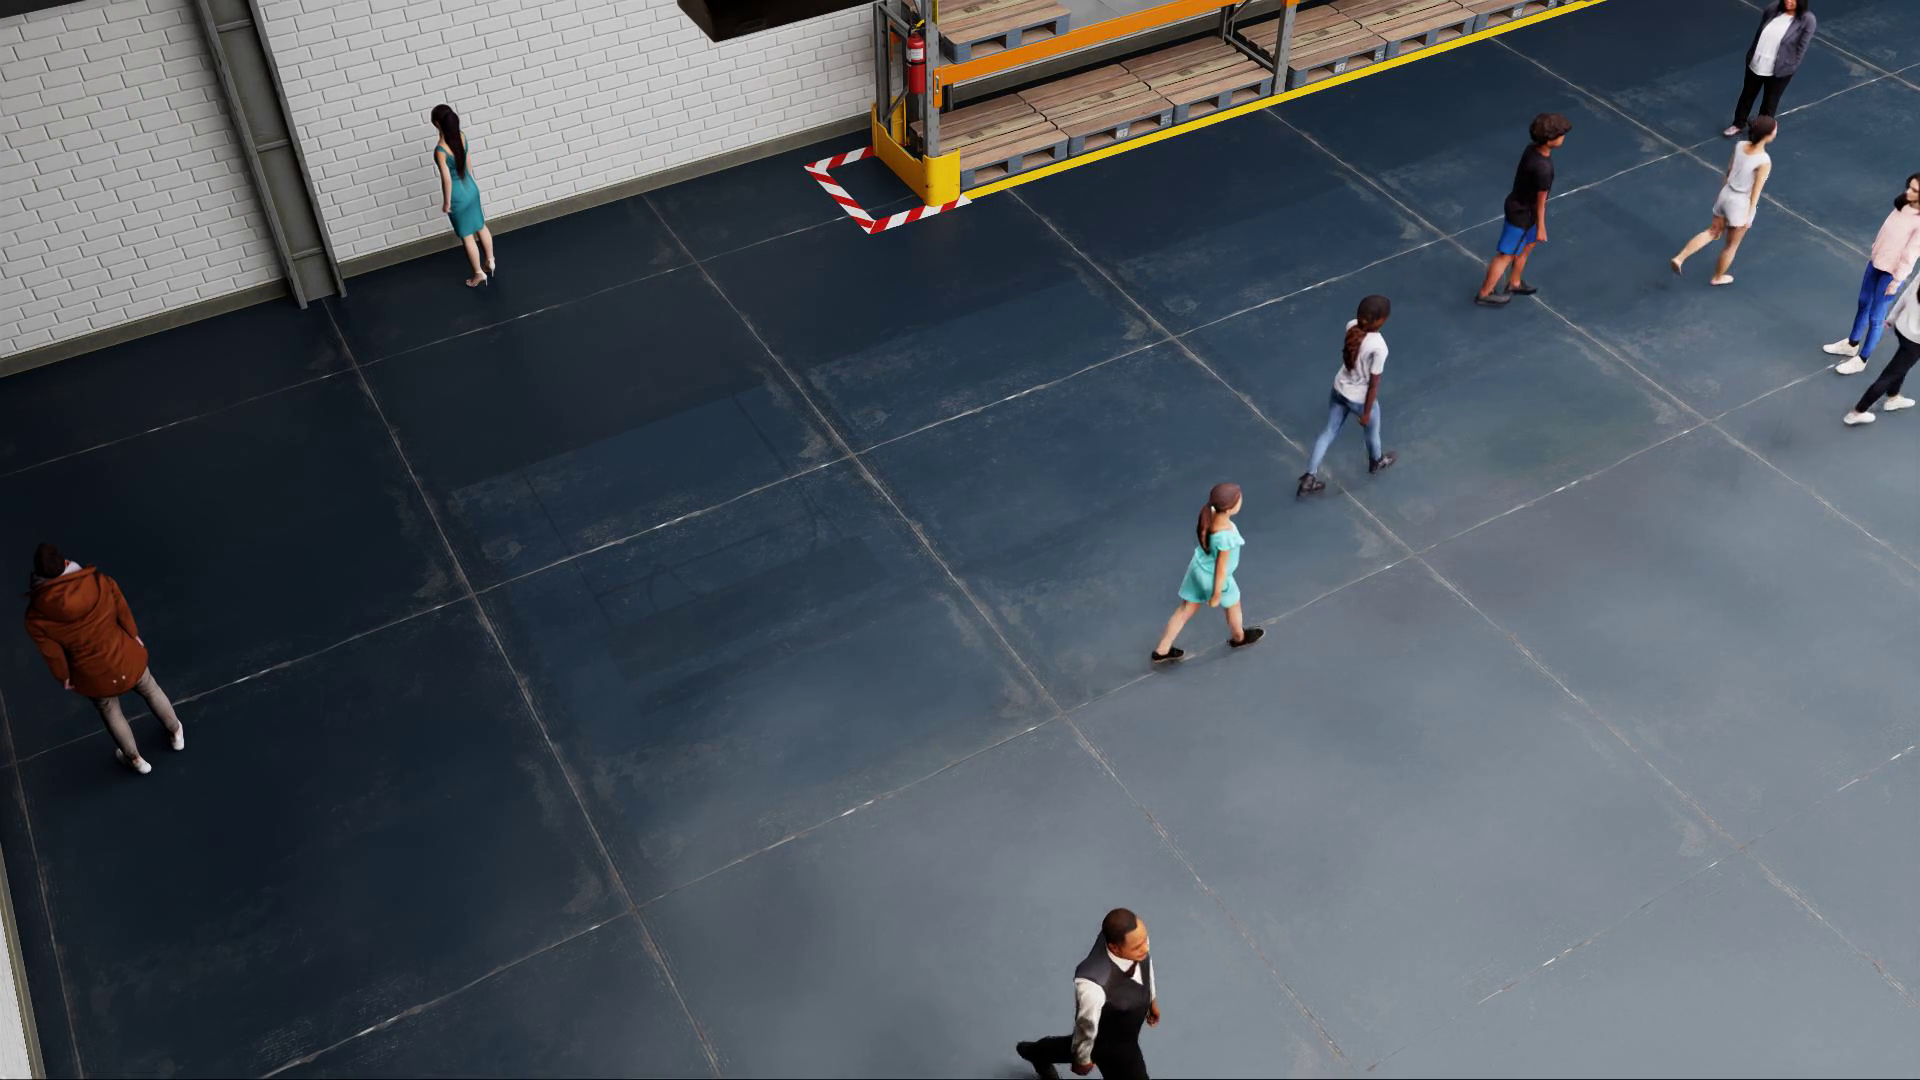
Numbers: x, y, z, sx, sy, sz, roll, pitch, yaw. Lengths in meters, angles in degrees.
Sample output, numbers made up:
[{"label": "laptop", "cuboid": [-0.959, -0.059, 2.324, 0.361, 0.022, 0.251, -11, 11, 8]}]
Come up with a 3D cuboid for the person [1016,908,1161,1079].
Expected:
[{"label": "person", "cuboid": [0.674, 2.341, 8.239, 1.173, 1.893, 1.241, 19, 47, 19]}]

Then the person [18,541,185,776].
[{"label": "person", "cuboid": [-5.148, 0.710, 9.991, 0.836, 1.838, 0.714, 34, 53, 31]}]

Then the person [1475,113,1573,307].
[{"label": "person", "cuboid": [4.513, -2.678, 13.589, 0.912, 1.780, 0.831, 2, 44, 2]}]

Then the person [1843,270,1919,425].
[{"label": "person", "cuboid": [7.067, -1.518, 12.449, 0.956, 1.673, 0.809, -5, 44, -6]}]

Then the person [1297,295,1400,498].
[{"label": "person", "cuboid": [2.750, -0.993, 11.895, 1.092, 1.676, 0.599, -21, 48, -21]}]

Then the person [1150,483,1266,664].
[{"label": "person", "cuboid": [1.549, 0.243, 10.711, 1.091, 1.520, 0.678, -14, 45, -15]}]

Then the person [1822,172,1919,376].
[{"label": "person", "cuboid": [7.257, -2.104, 12.995, 0.728, 1.767, 0.721, 1, 44, 1]}]

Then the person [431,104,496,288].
[{"label": "person", "cuboid": [-4.150, -2.870, 13.859, 0.687, 1.685, 0.601, 16, 46, 17]}]

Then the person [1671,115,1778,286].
[{"label": "person", "cuboid": [6.389, -2.783, 13.834, 0.900, 1.594, 0.692, -10, 45, -11]}]

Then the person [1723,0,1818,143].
[{"label": "person", "cuboid": [7.630, -4.474, 15.608, 0.721, 1.595, 0.714, -33, 52, -30]}]
